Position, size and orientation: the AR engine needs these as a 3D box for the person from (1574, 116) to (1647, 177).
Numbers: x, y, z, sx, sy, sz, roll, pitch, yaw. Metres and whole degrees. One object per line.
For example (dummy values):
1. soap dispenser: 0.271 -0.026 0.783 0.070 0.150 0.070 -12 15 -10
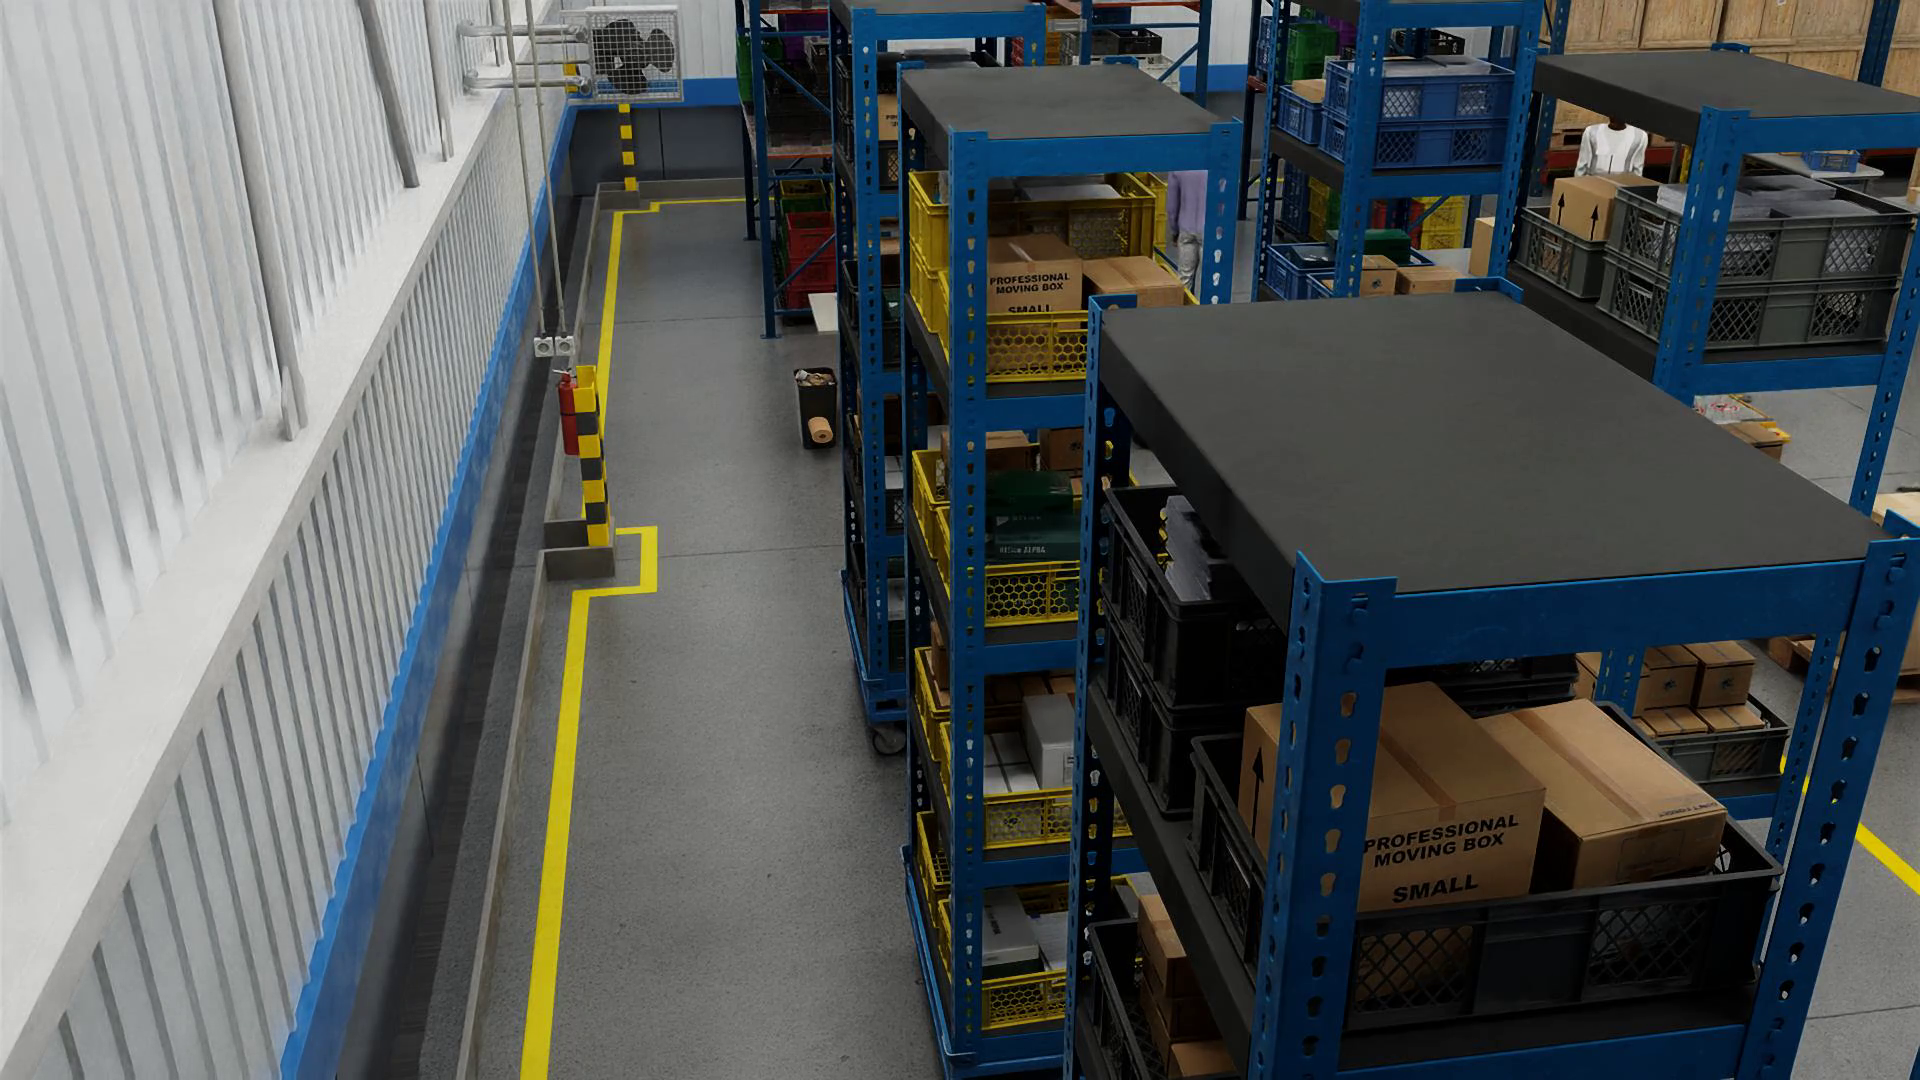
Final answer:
1. person: 5.851 -3.107 15.100 0.573 1.887 0.355 8 26 17

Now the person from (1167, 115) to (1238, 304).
1. person: 2.013 -2.558 13.853 0.627 1.934 0.371 17 30 32

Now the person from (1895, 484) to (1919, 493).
1. person: 6.535 -1.008 10.630 0.601 1.814 0.599 21 32 38
